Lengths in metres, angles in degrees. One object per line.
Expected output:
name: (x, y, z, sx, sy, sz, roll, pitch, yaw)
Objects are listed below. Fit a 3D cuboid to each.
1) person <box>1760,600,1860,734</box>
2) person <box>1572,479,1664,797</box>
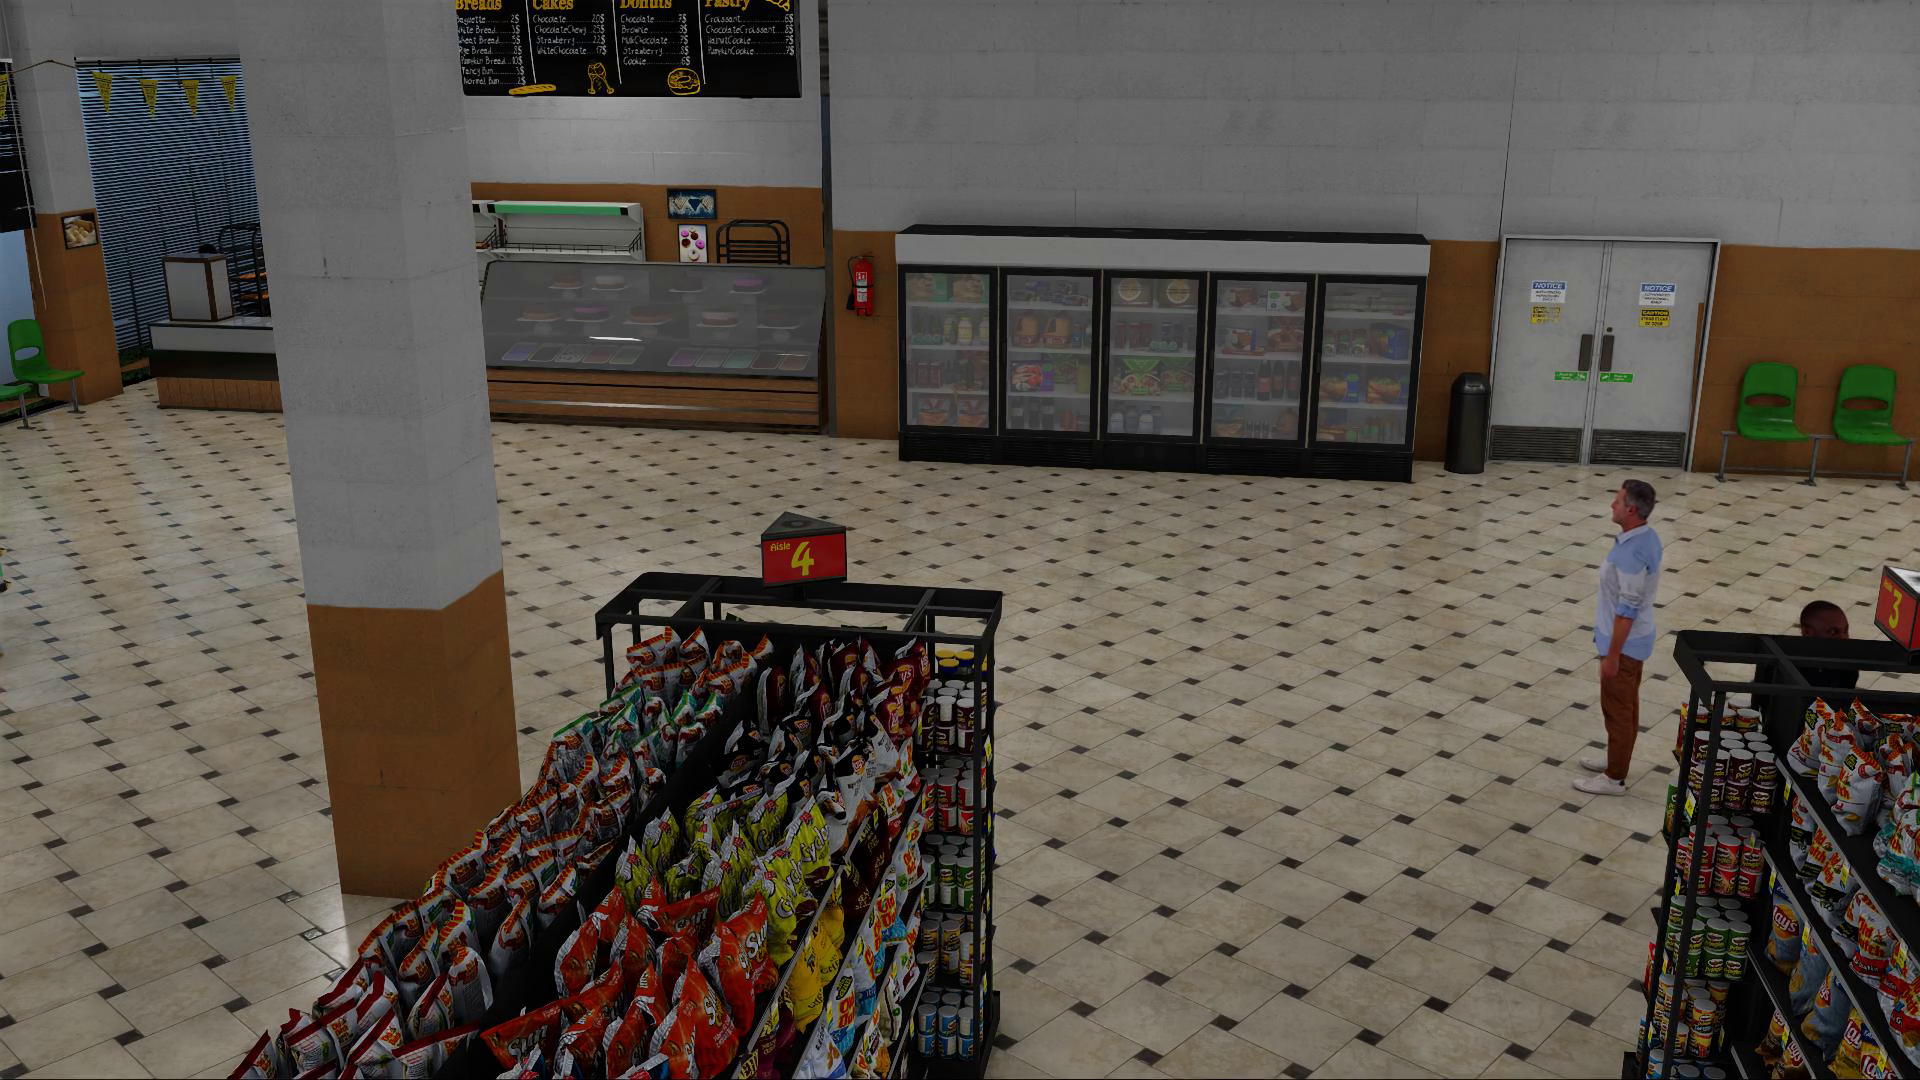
person: (3.764, 1.130, 7.510, 0.787, 1.817, 0.815, -9, 19, -27)
person: (3.769, 0.546, 9.417, 0.814, 1.827, 0.645, 9, 19, 28)
